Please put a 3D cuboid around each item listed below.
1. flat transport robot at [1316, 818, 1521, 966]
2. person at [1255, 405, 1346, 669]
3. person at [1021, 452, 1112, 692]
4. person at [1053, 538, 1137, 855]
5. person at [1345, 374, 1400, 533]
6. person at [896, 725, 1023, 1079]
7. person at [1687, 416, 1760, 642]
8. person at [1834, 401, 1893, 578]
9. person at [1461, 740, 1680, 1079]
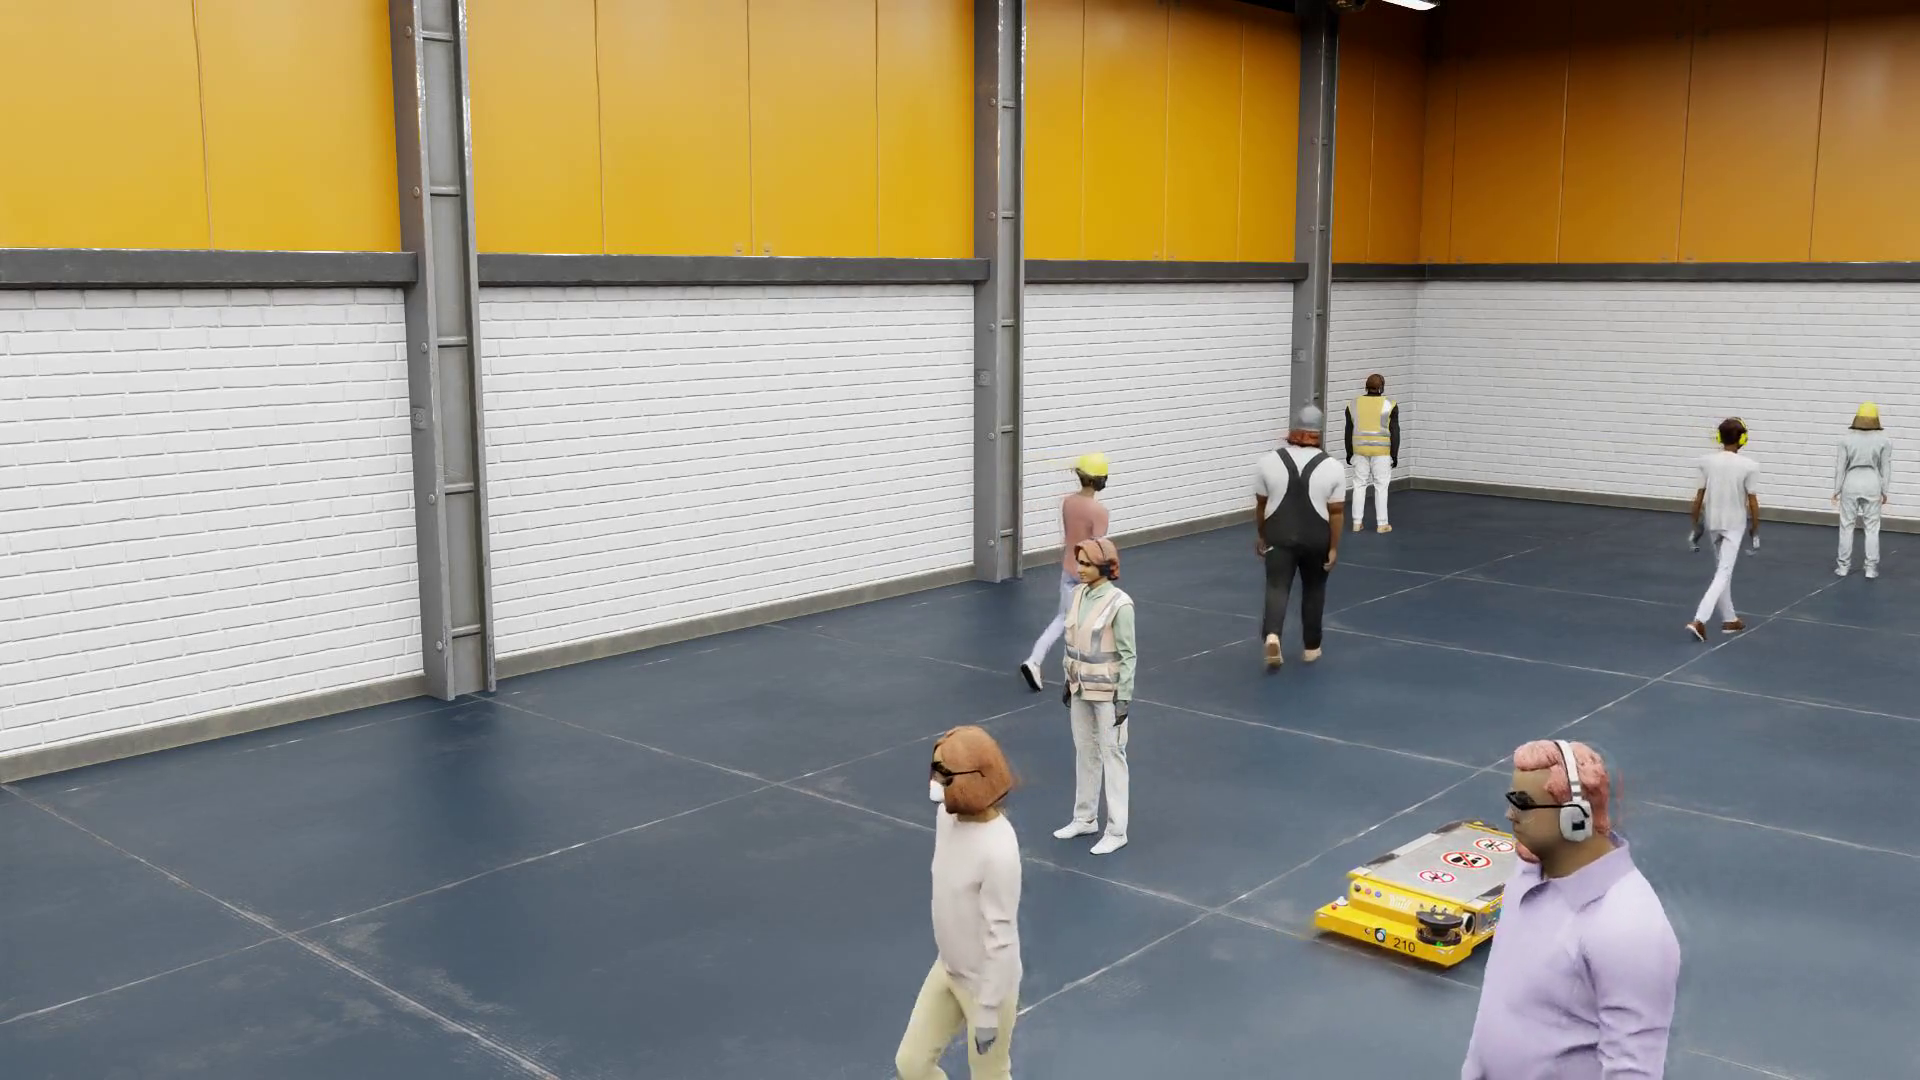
[{"bbox_3d":[2.336,1.610,7.785,0.652,0.197,1.431,9,12,43],"label":"flat transport robot"},{"bbox_3d":[2.564,-0.038,12.597,0.685,2.000,0.884,3,10,19],"label":"person"},{"bbox_3d":[0.839,0.229,11.895,0.828,1.730,0.518,-7,11,-37],"label":"person"},{"bbox_3d":[0.710,0.798,8.611,0.307,1.637,0.525,-6,11,-33],"label":"person"},{"bbox_3d":[4.785,-1.006,19.301,0.630,1.842,0.429,5,10,28],"label":"person"},{"bbox_3d":[-0.009,1.362,5.090,0.425,1.618,0.522,-4,10,-25],"label":"person"},{"bbox_3d":[6.250,-0.094,13.604,0.951,1.831,0.520,-6,11,-35],"label":"person"},{"bbox_3d":[8.910,-0.501,16.438,0.491,1.742,0.320,4,10,26],"label":"person"},{"bbox_3d":[1.345,1.403,4.050,0.803,1.874,0.675,0,9,2],"label":"person"}]
